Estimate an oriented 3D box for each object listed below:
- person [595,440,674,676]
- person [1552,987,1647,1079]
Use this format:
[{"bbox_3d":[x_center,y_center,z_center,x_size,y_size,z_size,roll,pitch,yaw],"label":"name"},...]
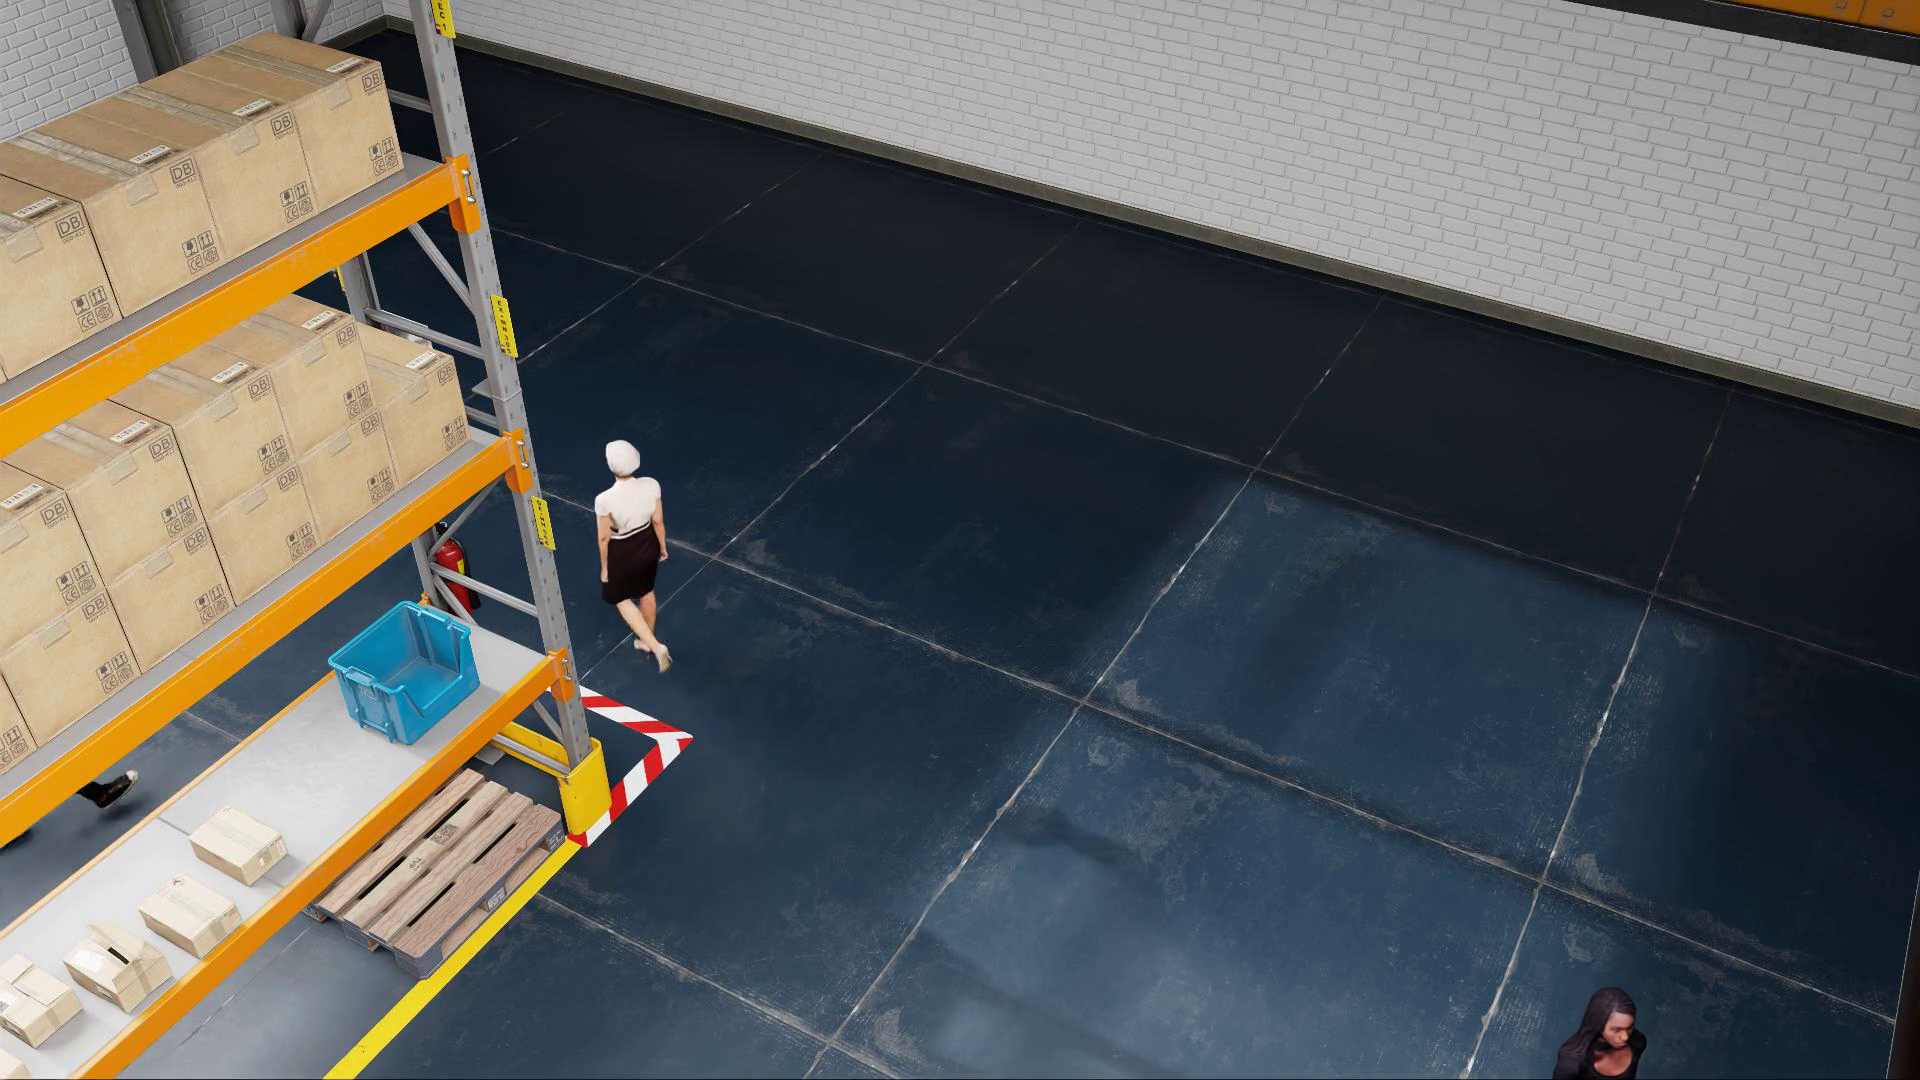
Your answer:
[{"bbox_3d":[-2.042,0.172,10.623,0.897,1.736,0.871,-27,46,-30],"label":"person"},{"bbox_3d":[2.796,2.630,7.558,0.651,1.720,0.748,-15,41,-18],"label":"person"}]
